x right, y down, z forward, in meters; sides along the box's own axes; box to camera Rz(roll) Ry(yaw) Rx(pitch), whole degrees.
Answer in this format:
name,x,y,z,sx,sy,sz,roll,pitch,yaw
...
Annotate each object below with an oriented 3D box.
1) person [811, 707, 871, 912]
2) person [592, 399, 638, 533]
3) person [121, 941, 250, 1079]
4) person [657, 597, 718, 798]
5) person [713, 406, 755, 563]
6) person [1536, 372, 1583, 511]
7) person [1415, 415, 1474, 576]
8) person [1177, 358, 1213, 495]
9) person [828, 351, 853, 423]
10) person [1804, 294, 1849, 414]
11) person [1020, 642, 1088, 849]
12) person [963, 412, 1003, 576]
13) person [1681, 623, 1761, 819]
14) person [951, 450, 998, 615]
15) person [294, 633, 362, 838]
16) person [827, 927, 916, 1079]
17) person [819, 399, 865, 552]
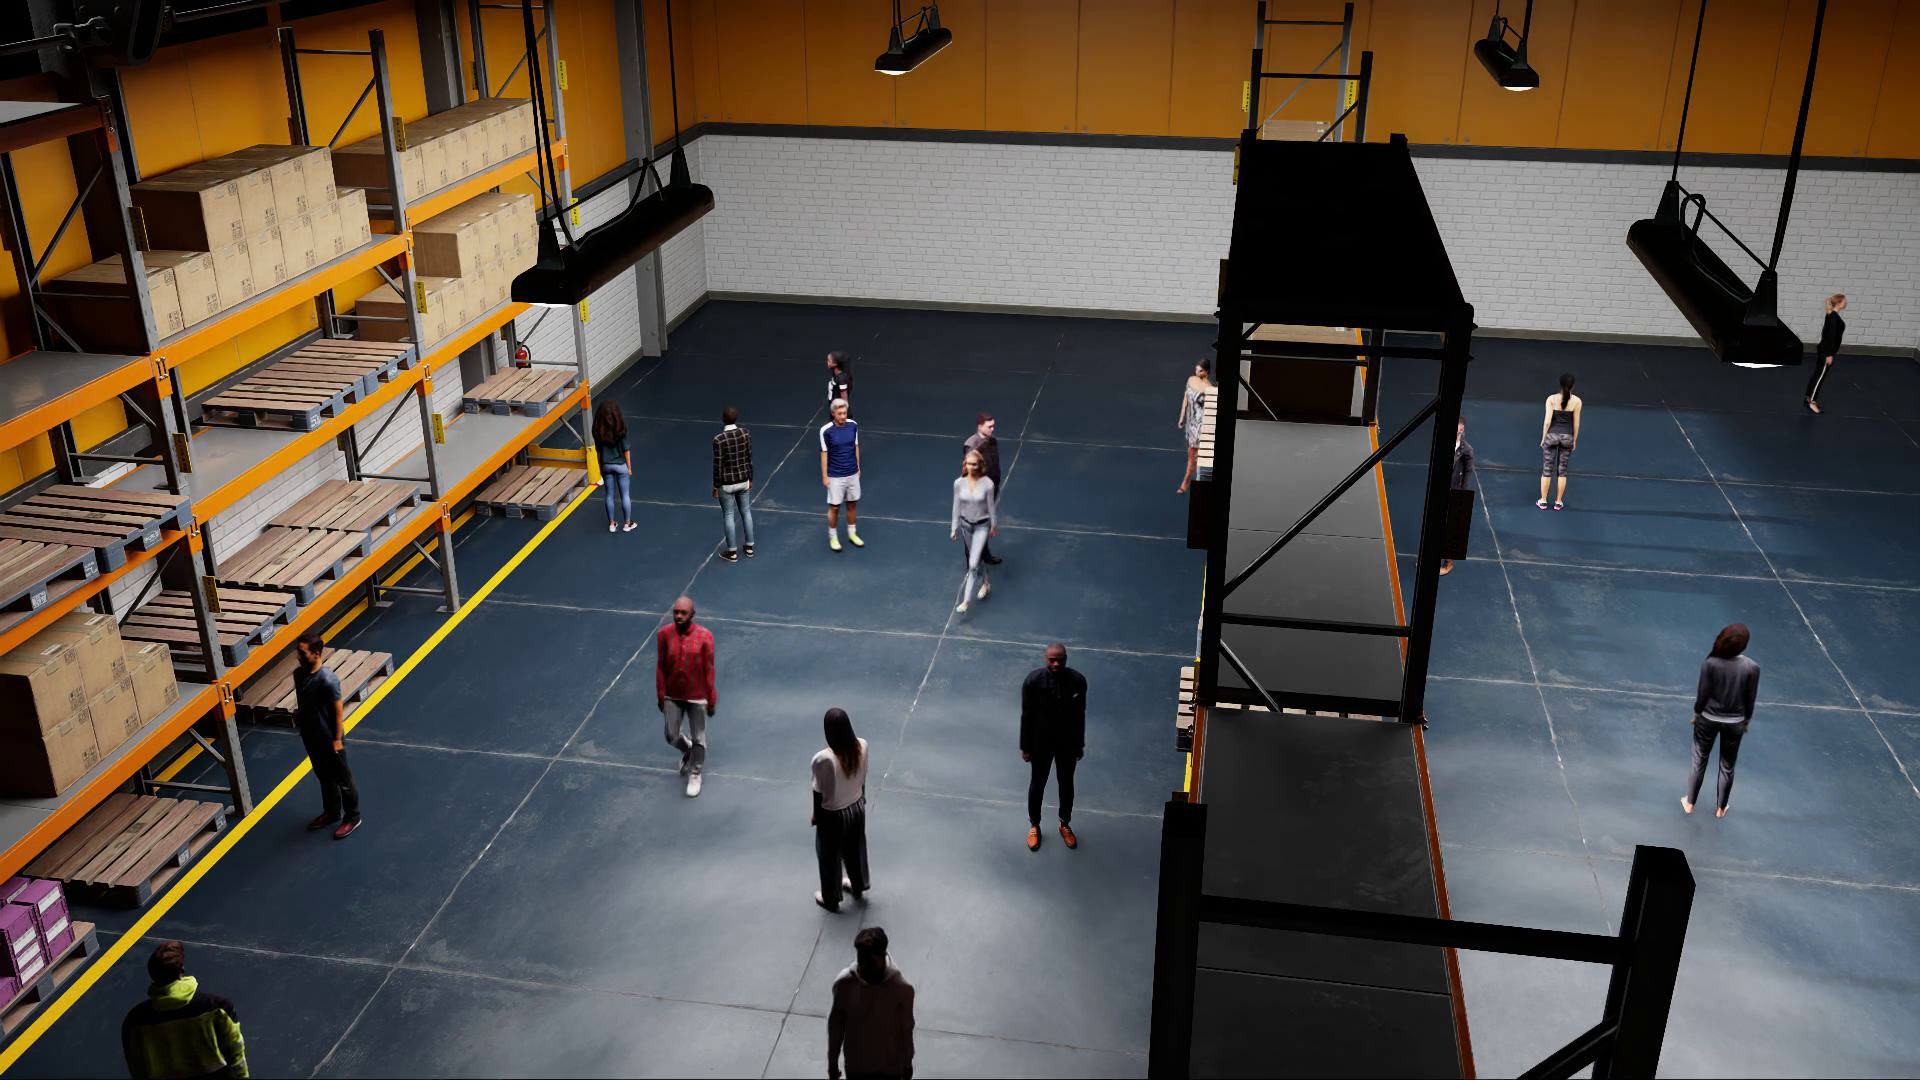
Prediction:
name,x,y,z,sx,sy,sz,roll,pitch,yaw
person,-0.914,2.057,12.773,0.770,1.677,0.853,-20,31,-38
person,-4.065,-0.875,19.555,0.608,1.617,0.604,2,24,5
person,-4.501,3.207,9.761,0.874,1.982,0.872,-10,25,-21
person,-2.343,1.285,14.367,0.706,1.813,0.765,3,24,6
person,-2.546,-0.647,18.777,0.728,1.821,0.795,-16,29,-33
person,7.261,-1.204,20.166,0.566,1.729,0.560,6,24,14
person,5.417,-0.532,18.496,0.772,1.837,0.734,-19,30,-36
person,3.006,-1.427,20.597,1.049,1.792,1.011,-11,26,-25
person,-1.517,-1.559,20.977,0.756,1.731,0.640,-7,25,-17
person,12.225,-2.643,23.488,0.687,1.706,0.489,6,24,14
person,0.764,1.650,13.525,0.759,1.819,0.696,-2,24,-5
person,0.240,-0.553,18.531,0.848,1.845,0.658,13,27,26
person,6.376,1.505,13.922,0.643,1.767,0.565,8,25,18
person,0.185,-0.127,17.676,0.790,1.750,1.211,10,25,21
person,-5.230,1.583,13.690,0.718,1.810,0.678,14,27,29
person,-0.498,3.102,10.102,0.722,1.900,1.187,5,24,12
person,-1.362,-0.778,19.065,0.727,1.831,0.781,-15,28,-30
